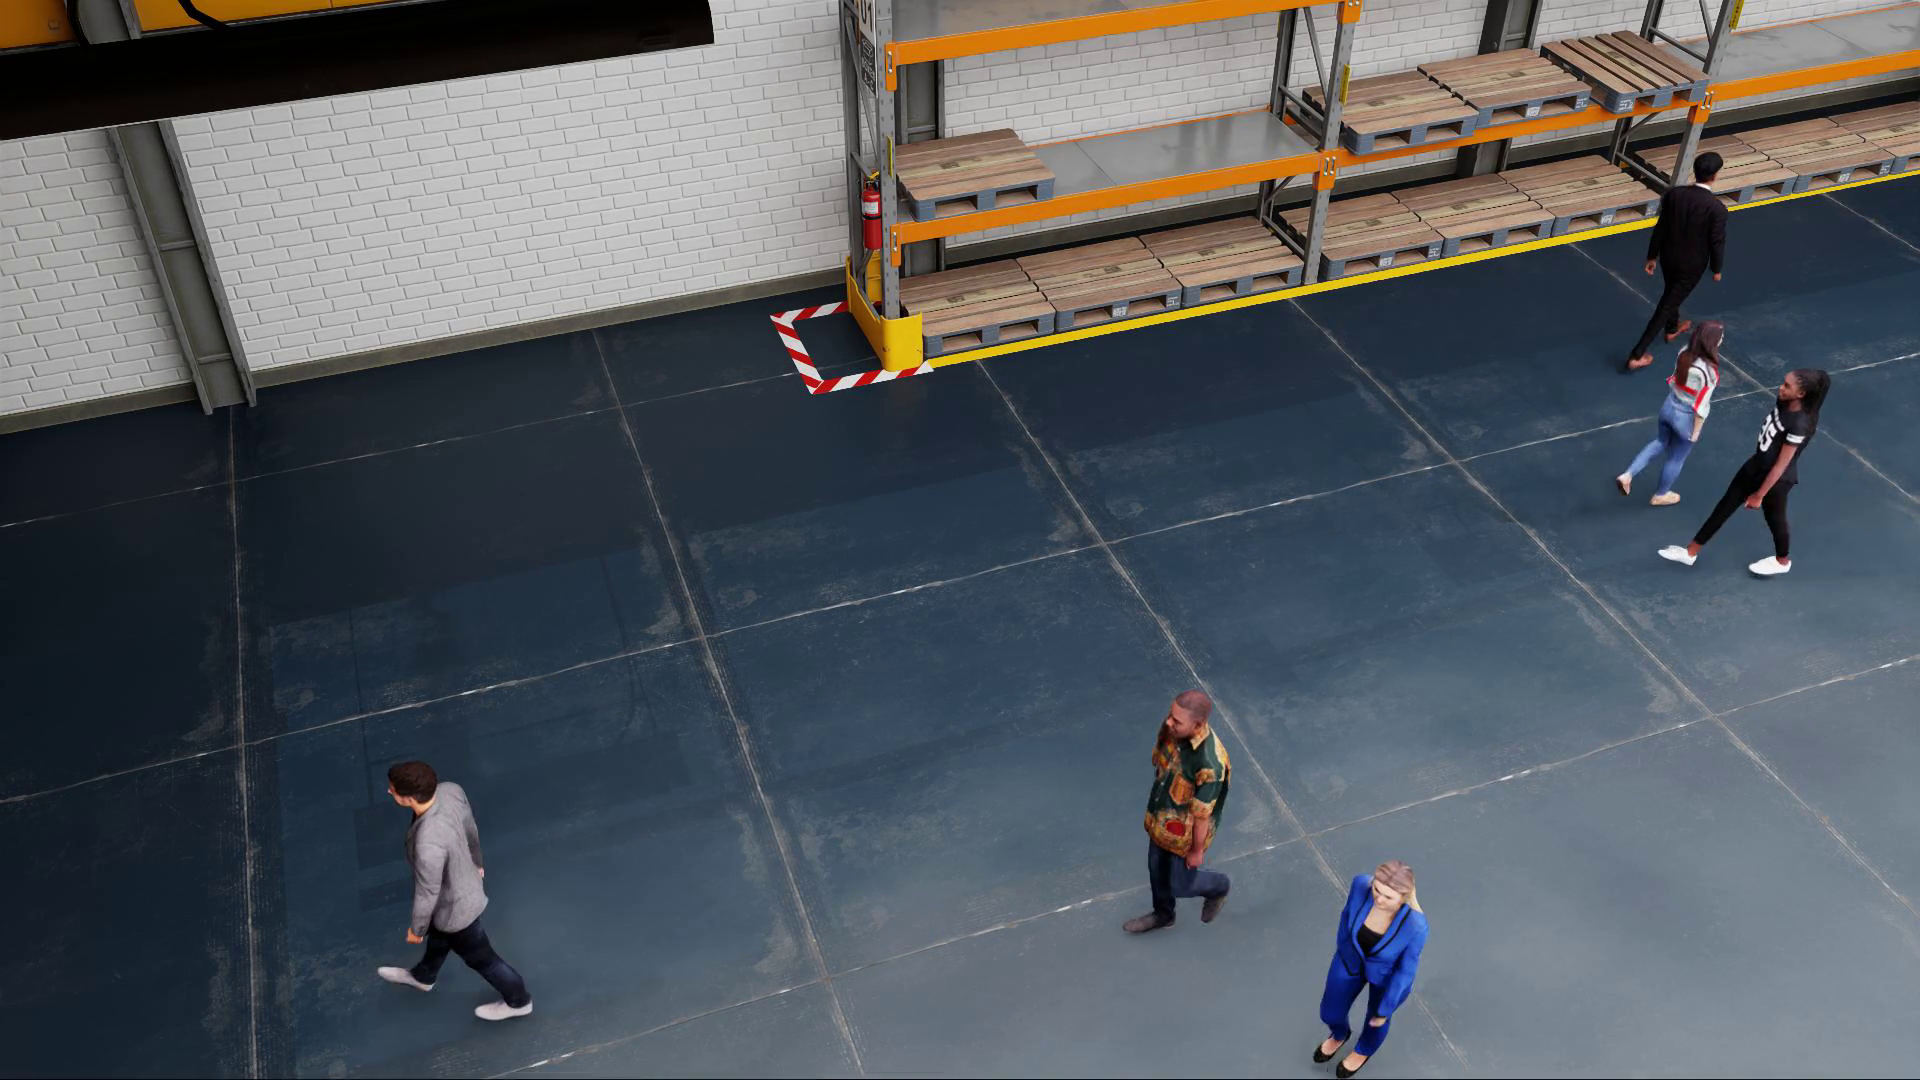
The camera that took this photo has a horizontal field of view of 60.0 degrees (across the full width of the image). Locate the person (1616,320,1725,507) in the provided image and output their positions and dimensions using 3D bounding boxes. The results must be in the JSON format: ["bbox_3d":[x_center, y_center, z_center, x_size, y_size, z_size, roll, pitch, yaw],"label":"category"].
[{"bbox_3d":[5.172,-0.898,12.081,0.800,1.605,0.629,-10,40,-12],"label":"person"}]

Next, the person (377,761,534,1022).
[{"bbox_3d":[-2.507,1.830,8.479,1.130,1.838,0.857,-4,39,-5],"label":"person"}]

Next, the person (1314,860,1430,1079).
[{"bbox_3d":[2.123,2.089,8.278,0.744,1.683,0.779,31,48,33],"label":"person"}]

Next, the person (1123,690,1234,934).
[{"bbox_3d":[1.263,1.487,8.943,0.868,1.793,0.714,-16,41,-19],"label":"person"}]

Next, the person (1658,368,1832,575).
[{"bbox_3d":[5.623,-0.406,11.405,1.241,1.680,0.942,2,39,3],"label":"person"}]

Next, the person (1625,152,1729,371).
[{"bbox_3d":[5.836,-2.220,13.552,1.242,1.835,0.884,-22,44,-25],"label":"person"}]
